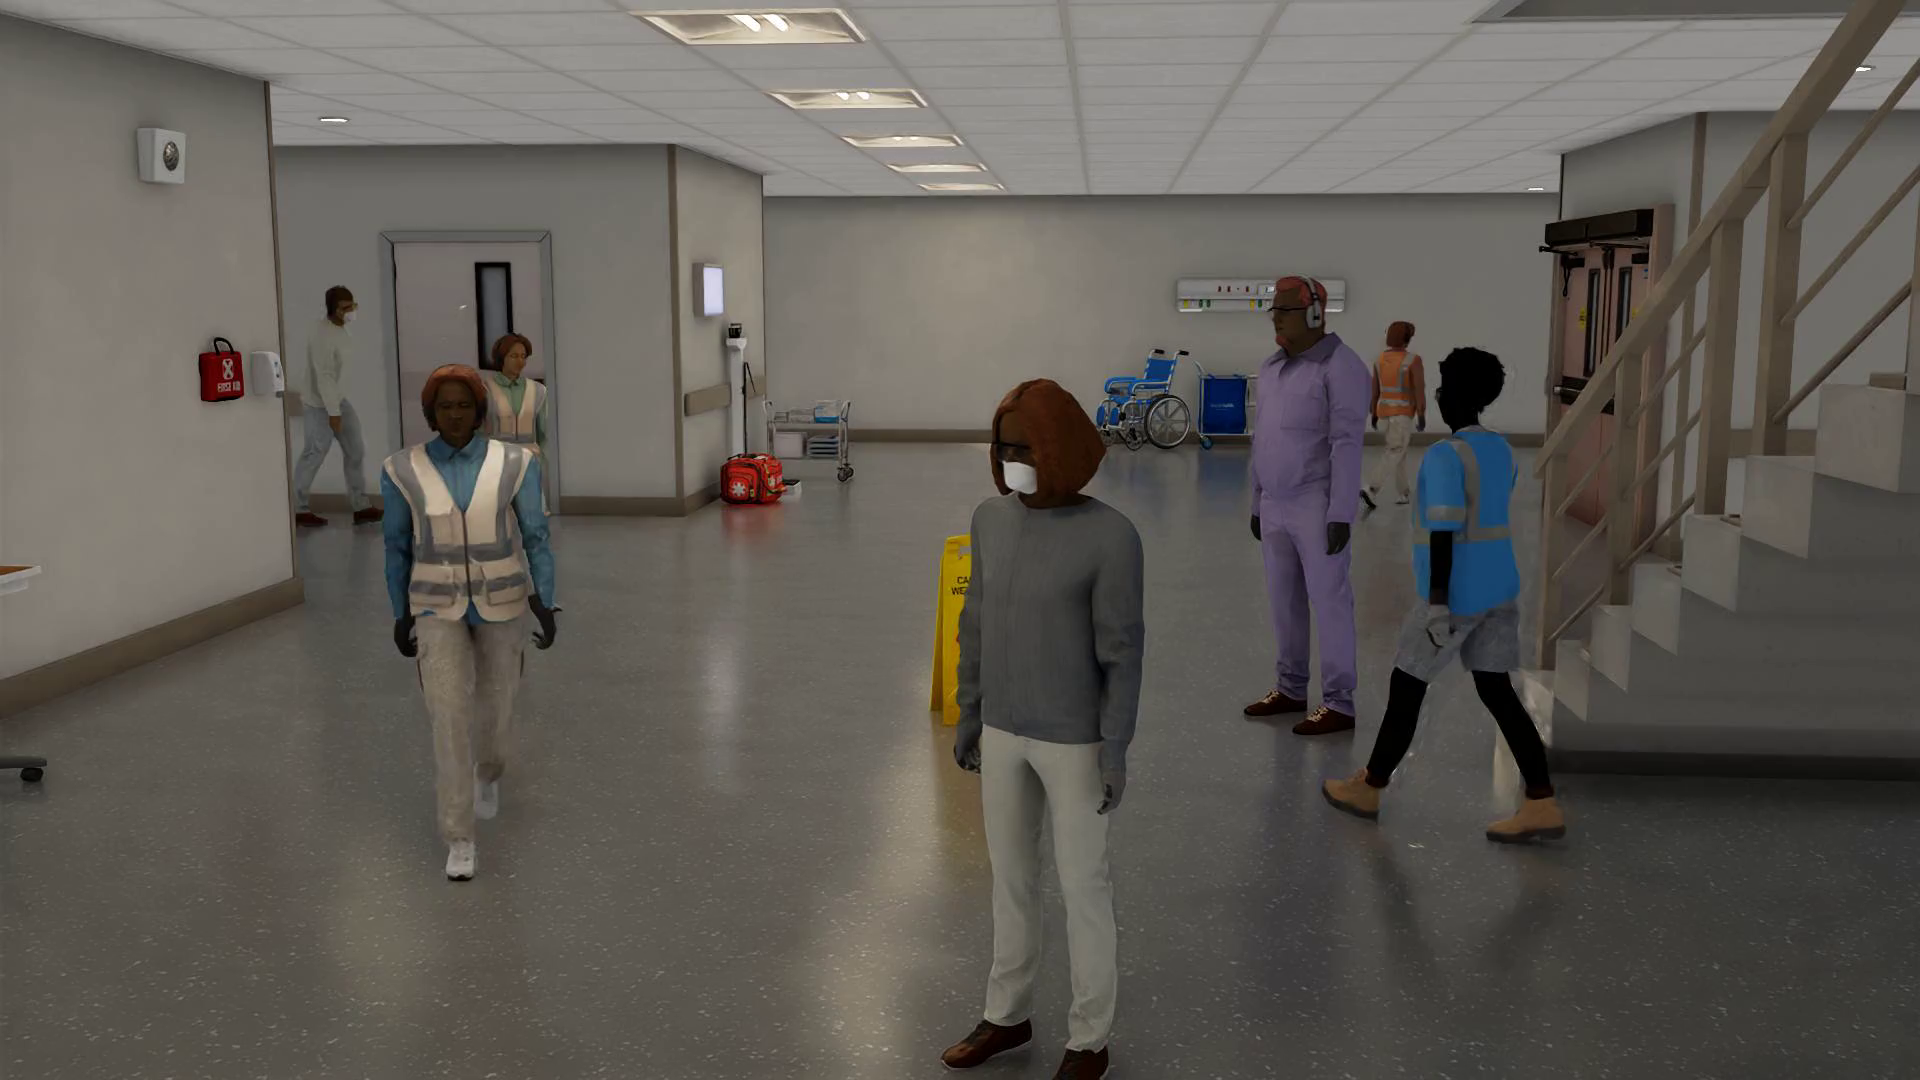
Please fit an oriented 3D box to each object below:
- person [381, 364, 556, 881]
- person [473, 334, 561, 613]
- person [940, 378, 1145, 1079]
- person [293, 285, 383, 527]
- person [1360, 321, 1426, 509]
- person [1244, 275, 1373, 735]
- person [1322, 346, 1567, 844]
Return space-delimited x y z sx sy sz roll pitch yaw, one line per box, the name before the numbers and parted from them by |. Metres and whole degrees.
person | -1.603 0.217 5.452 0.525 1.598 0.830 -3 9 -19
person | -2.648 -0.403 9.696 0.516 1.599 0.836 -6 10 -36
person | 0.185 0.452 3.770 0.499 1.633 0.281 8 11 42
person | -4.875 -1.030 12.961 0.902 1.884 0.651 0 8 0
person | 3.708 -1.073 14.232 0.806 1.606 0.527 -6 10 -33
person | 1.418 -0.148 6.971 0.396 1.899 0.645 -4 9 -26
person | 1.687 0.177 5.590 0.845 1.643 0.551 8 12 44
